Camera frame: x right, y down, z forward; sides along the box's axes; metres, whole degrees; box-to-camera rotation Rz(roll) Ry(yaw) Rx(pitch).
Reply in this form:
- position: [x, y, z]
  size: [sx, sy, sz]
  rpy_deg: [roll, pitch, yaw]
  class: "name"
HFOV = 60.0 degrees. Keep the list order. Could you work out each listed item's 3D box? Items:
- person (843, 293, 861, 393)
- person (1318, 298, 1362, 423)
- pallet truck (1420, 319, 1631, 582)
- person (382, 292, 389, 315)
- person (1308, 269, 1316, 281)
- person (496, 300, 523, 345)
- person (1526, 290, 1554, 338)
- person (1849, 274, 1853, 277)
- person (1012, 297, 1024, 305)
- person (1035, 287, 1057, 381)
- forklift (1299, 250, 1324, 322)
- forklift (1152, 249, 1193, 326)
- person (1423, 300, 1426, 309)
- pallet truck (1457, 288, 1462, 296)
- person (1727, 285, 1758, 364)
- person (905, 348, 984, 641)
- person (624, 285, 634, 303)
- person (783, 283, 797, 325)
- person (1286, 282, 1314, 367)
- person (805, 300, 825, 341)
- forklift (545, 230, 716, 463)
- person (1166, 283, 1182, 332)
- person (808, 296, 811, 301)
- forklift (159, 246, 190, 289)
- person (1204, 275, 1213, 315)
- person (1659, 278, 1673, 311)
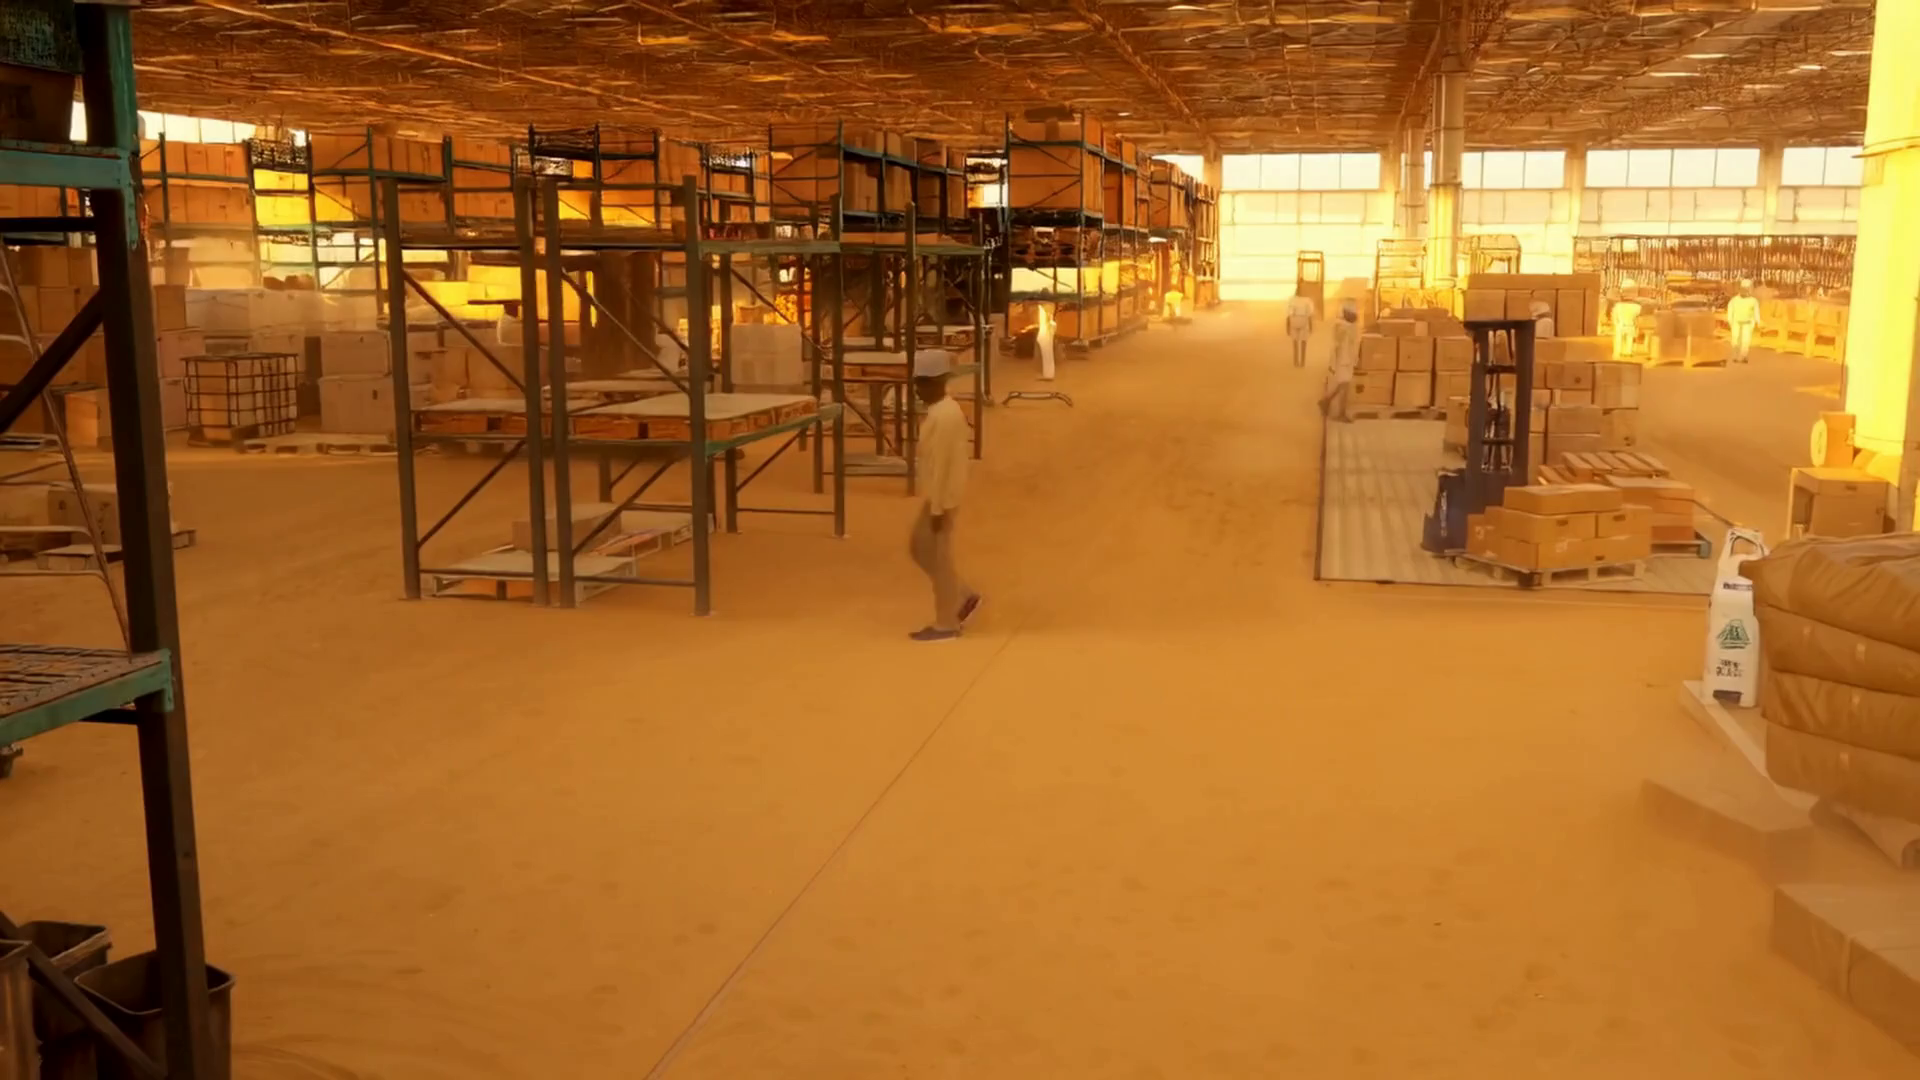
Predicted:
- position: [-2.070, -3.637, 30.749]
  size: [0.535, 1.864, 0.309]
  rpy_deg: [2, 10, 12]
  class: "person"
- position: [5.788, -2.712, 25.150]
  size: [0.544, 1.908, 0.588]
  rpy_deg: [-8, 12, -39]
  class: "person"
- position: [4.543, -0.757, 13.299]
  size: [0.823, 1.965, 1.885]
  rpy_deg: [-4, 10, -22]
  class: "pallet truck"
- position: [-13.606, -5.048, 39.594]
  size: [0.319, 1.699, 0.533]
  rpy_deg: [-4, 10, -22]
  class: "person"
- position: [17.693, -12.609, 83.522]
  size: [0.432, 1.988, 0.626]
  rpy_deg: [6, 11, 31]
  class: "person"
- position: [-7.345, -3.049, 27.471]
  size: [0.963, 1.790, 0.630]
  rpy_deg: [-2, 10, -10]
  class: "person"
- position: [8.206, -2.555, 23.816]
  size: [0.537, 2.000, 0.682]
  rpy_deg: [3, 10, 20]
  class: "person"
- position: [41.752, -11.593, 78.113]
  size: [0.911, 1.782, 0.593]
  rpy_deg: [7, 12, 36]
  class: "person"
- position: [2.047, -8.362, 59.017]
  size: [0.523, 1.769, 0.321]
  rpy_deg: [9, 13, 44]
  class: "person"
- position: [1.764, -4.197, 33.923]
  size: [0.390, 1.913, 0.587]
  rpy_deg: [5, 11, 29]
  class: "person"
- position: [13.778, -10.002, 65.433]
  size: [1.129, 2.768, 1.873]
  rpy_deg: [2, 10, 12]
  class: "forklift"
- position: [7.646, -9.320, 61.395]
  size: [1.873, 2.768, 1.129]
  rpy_deg: [2, 10, 11]
  class: "forklift"
- position: [15.841, -7.806, 56.120]
  size: [0.286, 1.632, 0.500]
  rpy_deg: [-6, 11, -33]
  class: "person"
- position: [20.506, -9.785, 68.819]
  size: [0.653, 1.274, 1.630]
  rpy_deg: [2, 10, 12]
  class: "pallet truck"
- position: [18.580, -5.115, 39.513]
  size: [0.673, 1.851, 0.981]
  rpy_deg: [4, 10, 21]
  class: "person"
- position: [-0.137, -0.284, 10.735]
  size: [0.437, 1.910, 0.622]
  rpy_deg: [-1, 10, -5]
  class: "person"
- position: [-8.592, -5.820, 43.574]
  size: [0.552, 1.907, 0.823]
  rpy_deg: [9, 13, 42]
  class: "person"
- position: [-5.756, -7.871, 56.325]
  size: [0.530, 1.693, 0.321]
  rpy_deg: [-8, 13, -40]
  class: "person"
- position: [7.754, -4.898, 37.940]
  size: [0.627, 1.955, 0.530]
  rpy_deg: [2, 10, 13]
  class: "person"
- position: [-3.093, -4.278, 35.258]
  size: [0.515, 1.615, 0.681]
  rpy_deg: [-2, 10, -10]
  class: "person"
- position: [-4.057, -2.415, 20.508]
  size: [1.873, 2.768, 1.129]
  rpy_deg: [3, 10, 19]
  class: "forklift"
- position: [7.276, -7.899, 56.491]
  size: [0.555, 1.682, 0.408]
  rpy_deg: [2, 10, 10]
  class: "person"
- position: [-5.615, -9.163, 64.154]
  size: [0.502, 1.633, 0.280]
  rpy_deg: [-1, 10, -3]
  class: "person"
- position: [-20.757, -6.398, 44.094]
  size: [1.129, 2.768, 1.873]
  rpy_deg: [8, 13, 40]
  class: "forklift"
- position: [11.103, -10.951, 74.388]
  size: [0.346, 1.762, 0.524]
  rpy_deg: [-7, 12, -34]
  class: "person"
- position: [24.634, -8.225, 58.063]
  size: [0.403, 1.819, 0.599]
  rpy_deg: [7, 12, 37]
  class: "person"
